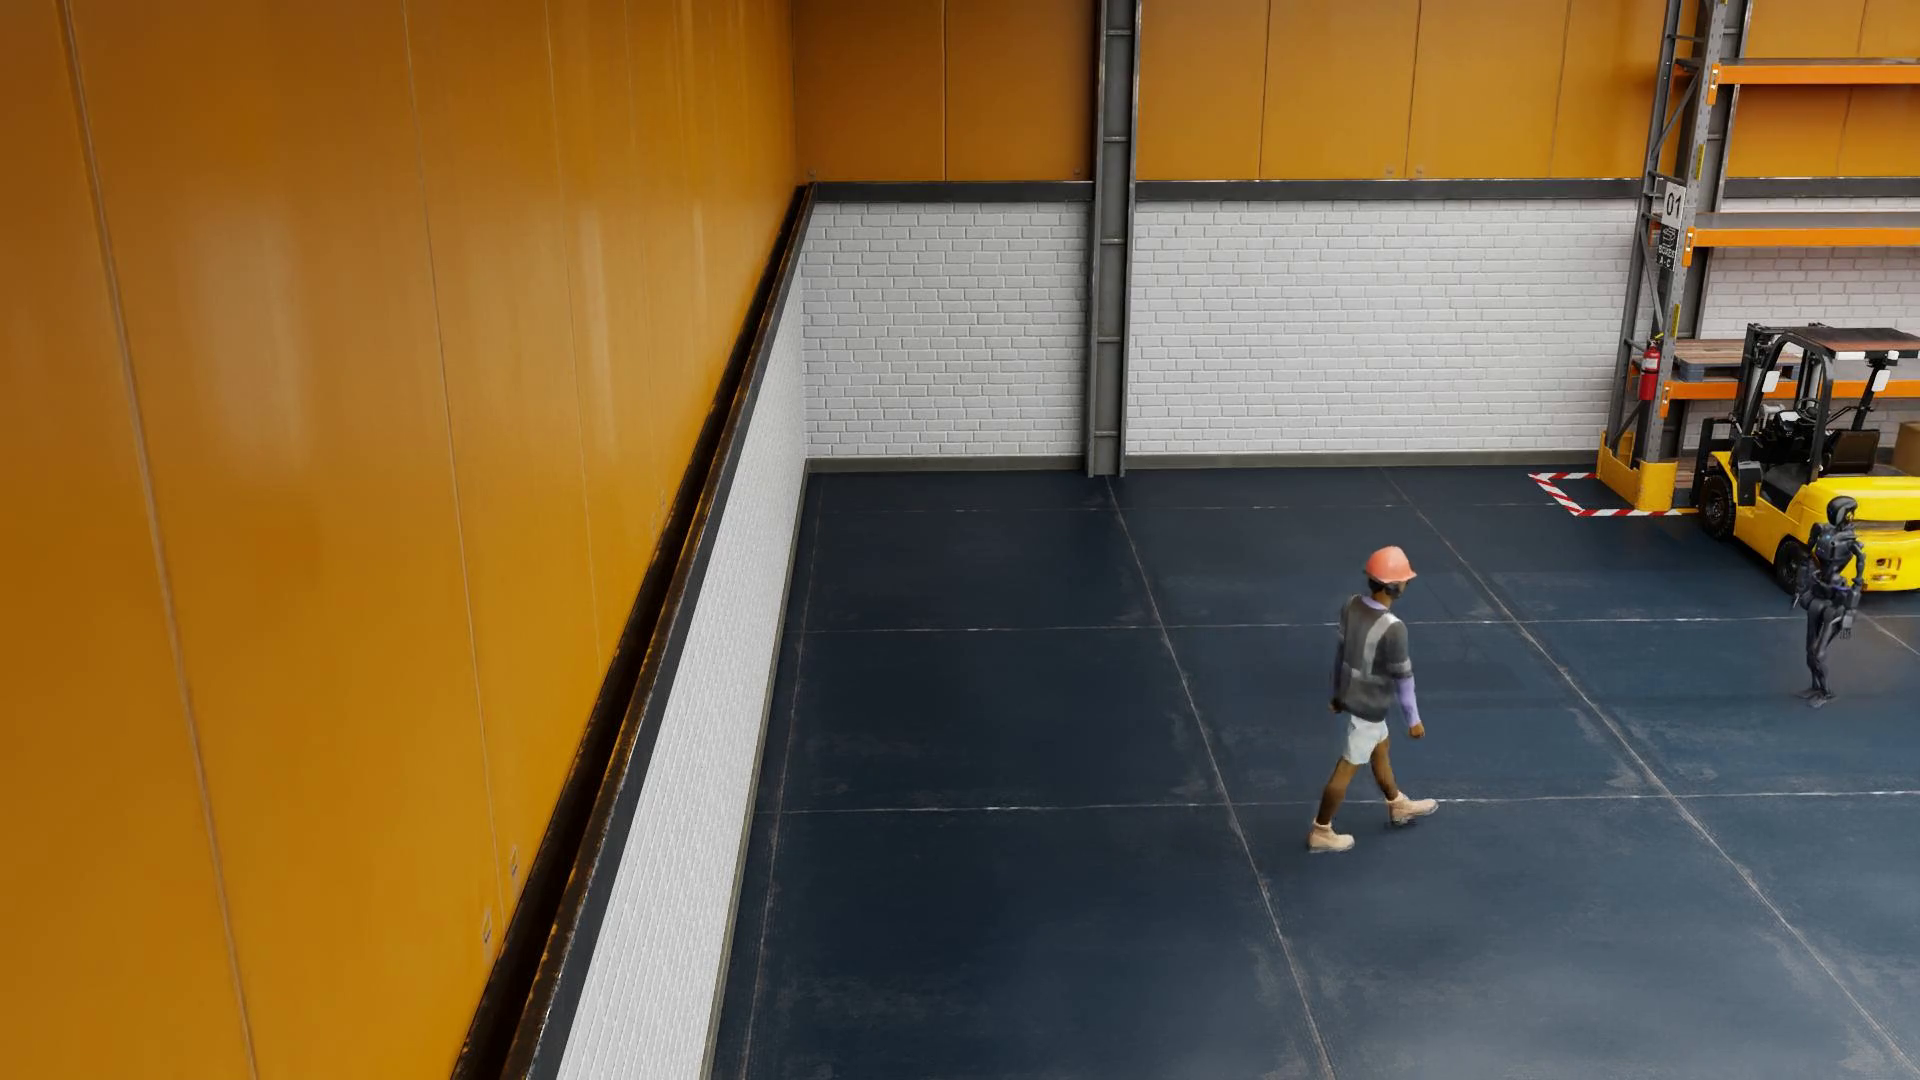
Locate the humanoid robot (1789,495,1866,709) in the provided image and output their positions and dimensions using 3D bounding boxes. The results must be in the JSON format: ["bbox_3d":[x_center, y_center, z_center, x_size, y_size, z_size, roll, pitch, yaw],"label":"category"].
[{"bbox_3d":[6.447,0.436,12.337,0.364,1.638,0.583,-7,21,-18],"label":"humanoid robot"}]

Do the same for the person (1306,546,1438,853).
[{"bbox_3d":[2.649,0.996,10.357,1.030,2.001,0.617,-4,21,-10],"label":"person"}]

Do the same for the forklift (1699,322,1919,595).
[{"bbox_3d":[7.809,-0.792,14.926,1.214,2.155,2.313,-1,20,-2],"label":"forklift"}]
